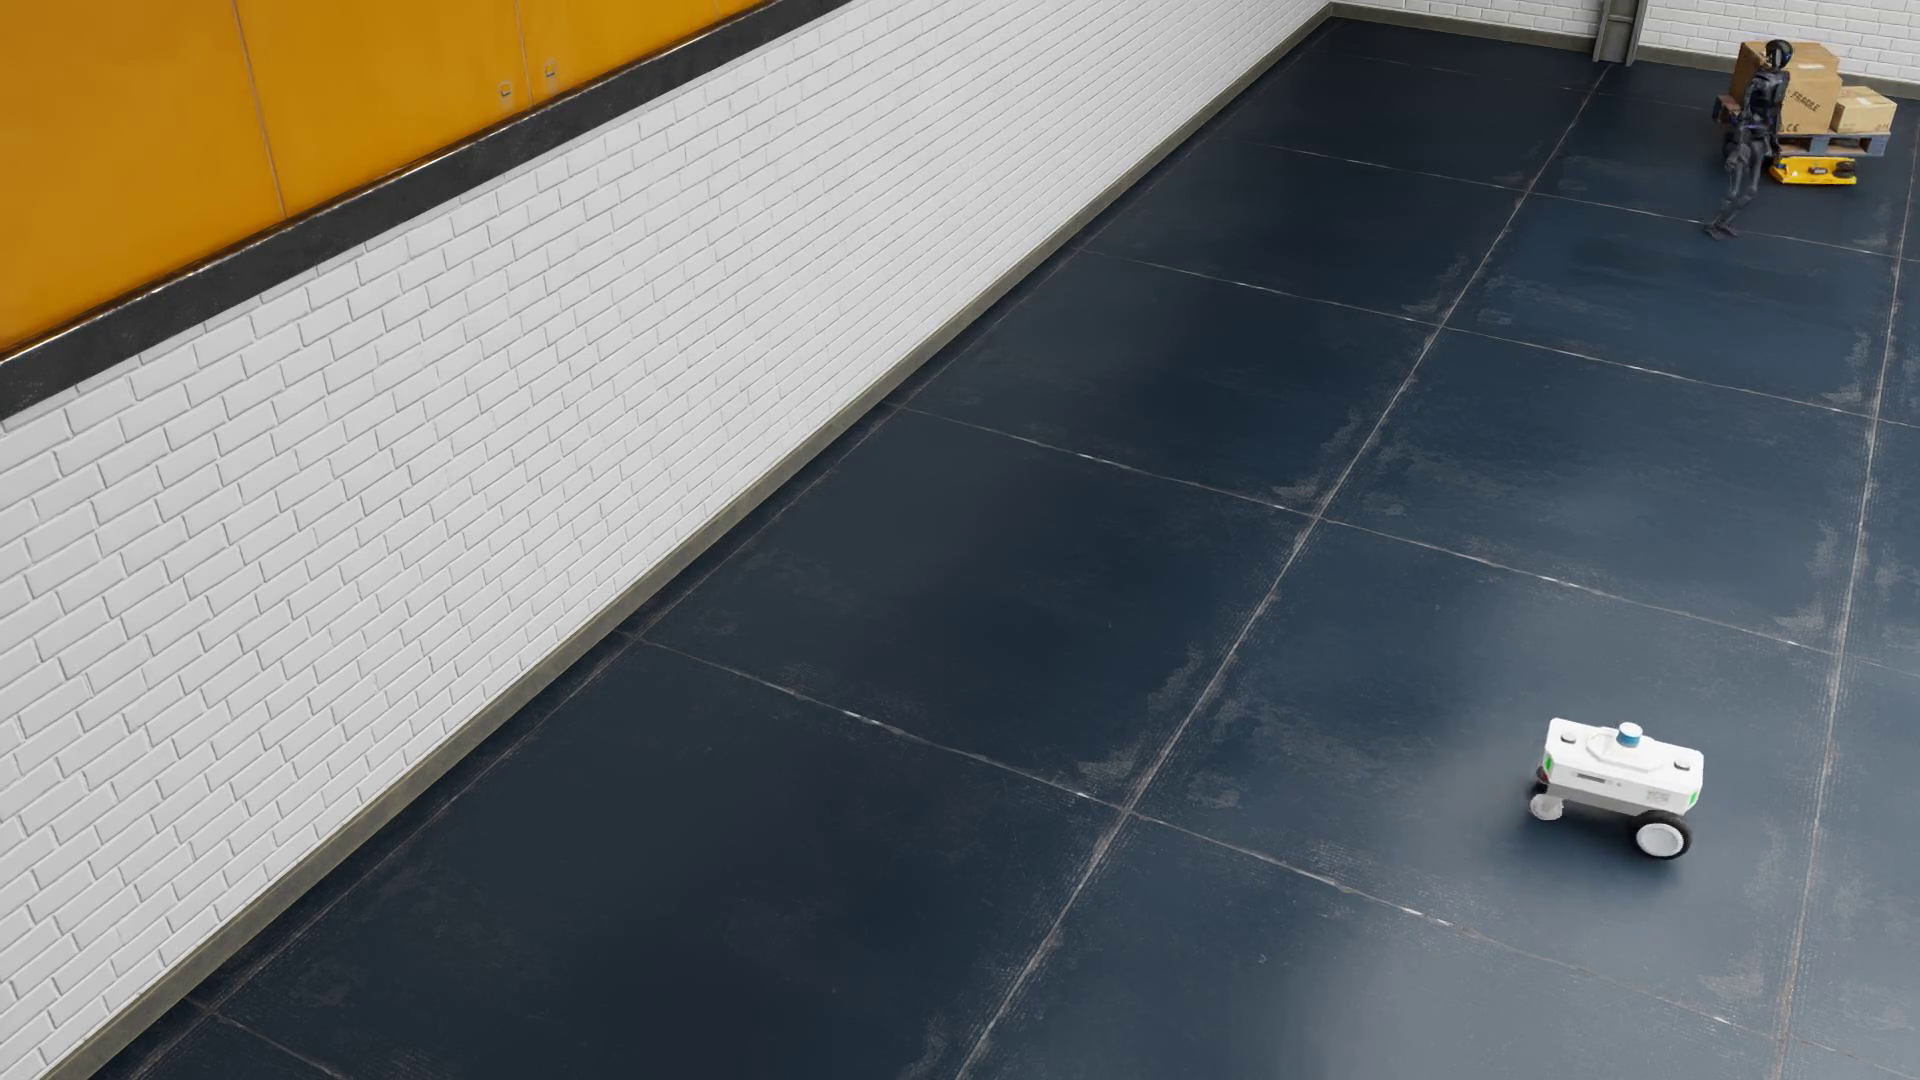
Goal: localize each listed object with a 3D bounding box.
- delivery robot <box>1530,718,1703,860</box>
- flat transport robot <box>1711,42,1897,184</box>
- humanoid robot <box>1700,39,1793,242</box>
[{"bbox_3d":[3.194,1.151,8.019,0.796,0.606,0.499,13,36,18],"label":"delivery robot"},{"bbox_3d":[7.681,-3.631,15.380,0.659,0.231,1.431,1,34,1],"label":"flat transport robot"},{"bbox_3d":[6.465,-3.251,13.555,0.598,1.654,0.325,-20,39,-27],"label":"humanoid robot"}]
